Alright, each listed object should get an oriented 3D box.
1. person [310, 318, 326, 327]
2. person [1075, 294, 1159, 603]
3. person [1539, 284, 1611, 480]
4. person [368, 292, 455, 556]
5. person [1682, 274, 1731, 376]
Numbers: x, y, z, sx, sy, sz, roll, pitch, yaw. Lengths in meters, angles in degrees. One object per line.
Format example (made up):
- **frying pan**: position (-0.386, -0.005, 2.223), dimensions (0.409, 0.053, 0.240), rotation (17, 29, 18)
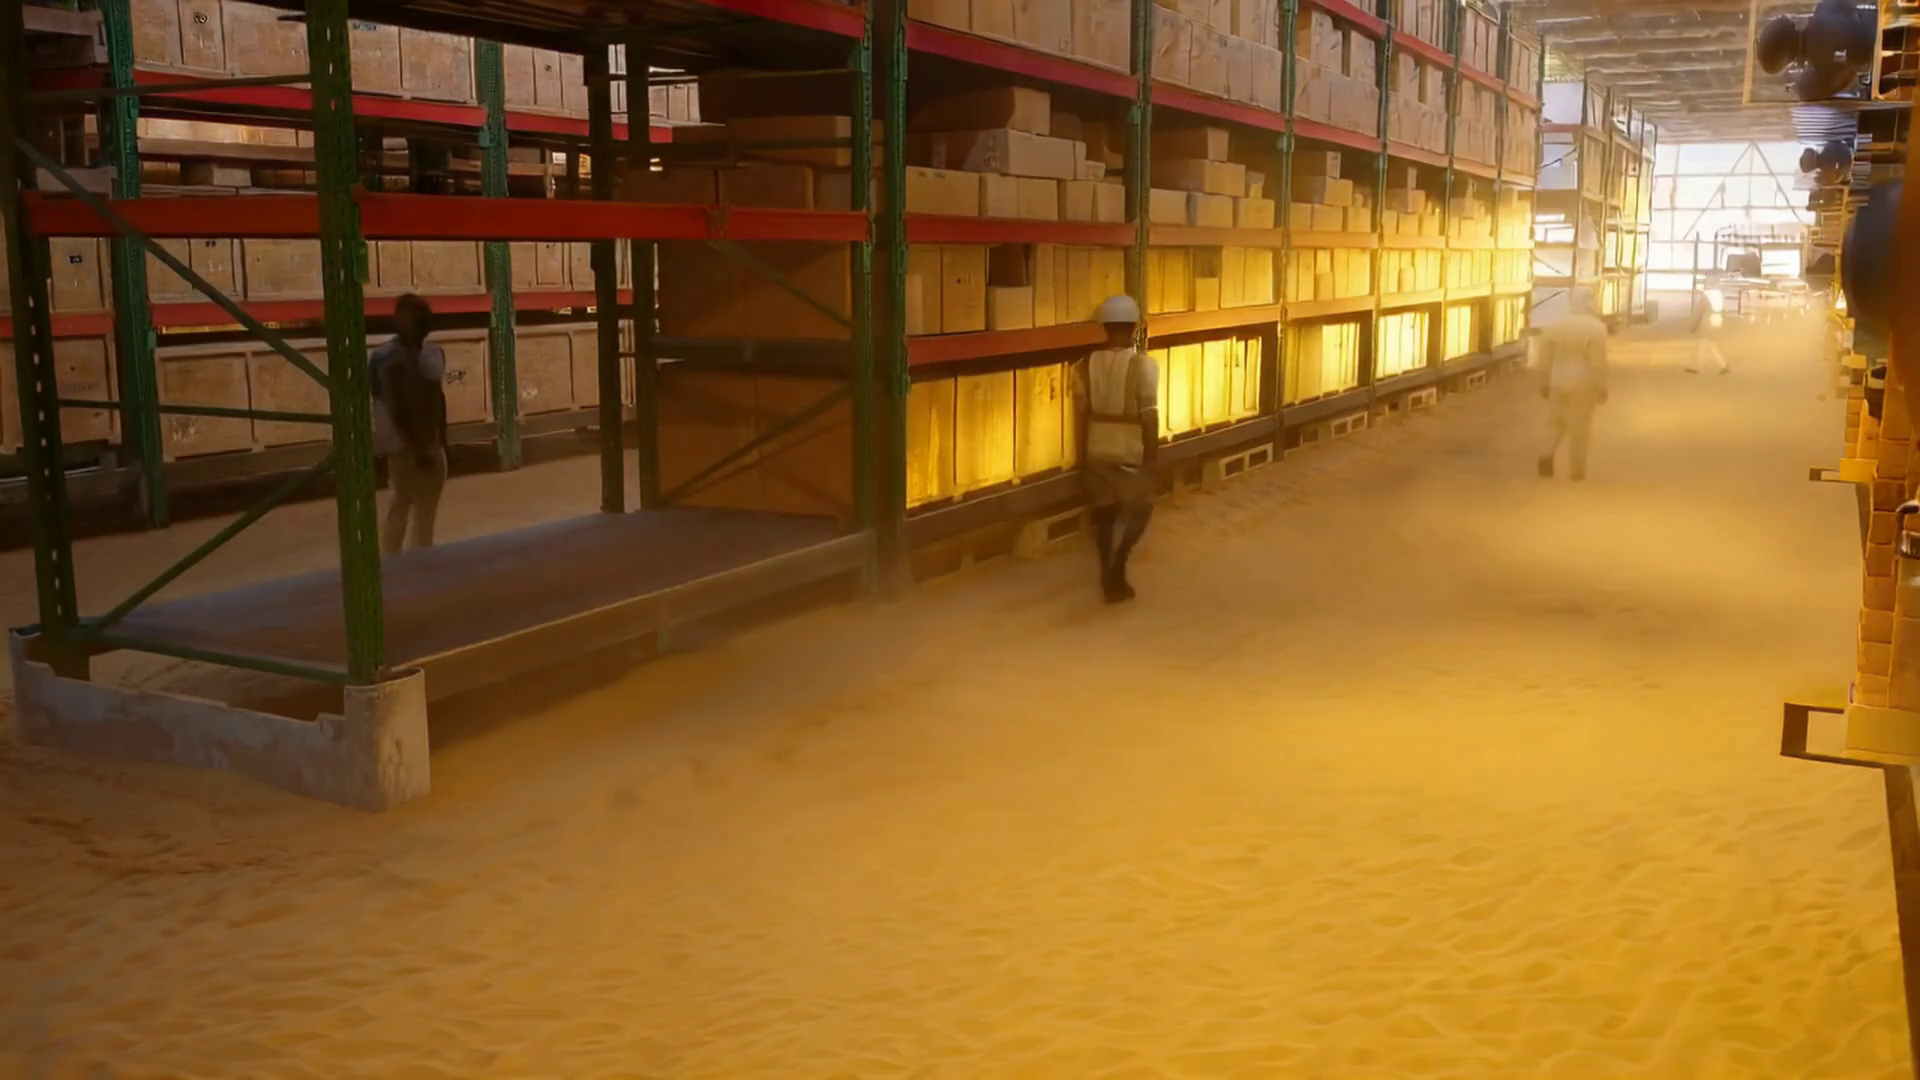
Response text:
- **person**: position (-7.295, -1.995, 19.322), dimensions (0.496, 1.705, 0.884), rotation (4, 11, 24)
- **person**: position (0.974, -0.547, 10.265), dimensions (0.564, 1.927, 0.421), rotation (6, 12, 31)
- **person**: position (5.885, -1.498, 15.918), dimensions (0.668, 1.879, 0.454), rotation (9, 13, 41)
- **person**: position (-3.383, -0.561, 10.321), dimensions (0.355, 1.936, 0.633), rotation (4, 11, 22)
- **person**: position (13.422, -3.842, 29.716), dimensions (0.567, 1.805, 0.931), rotation (-9, 13, -41)
